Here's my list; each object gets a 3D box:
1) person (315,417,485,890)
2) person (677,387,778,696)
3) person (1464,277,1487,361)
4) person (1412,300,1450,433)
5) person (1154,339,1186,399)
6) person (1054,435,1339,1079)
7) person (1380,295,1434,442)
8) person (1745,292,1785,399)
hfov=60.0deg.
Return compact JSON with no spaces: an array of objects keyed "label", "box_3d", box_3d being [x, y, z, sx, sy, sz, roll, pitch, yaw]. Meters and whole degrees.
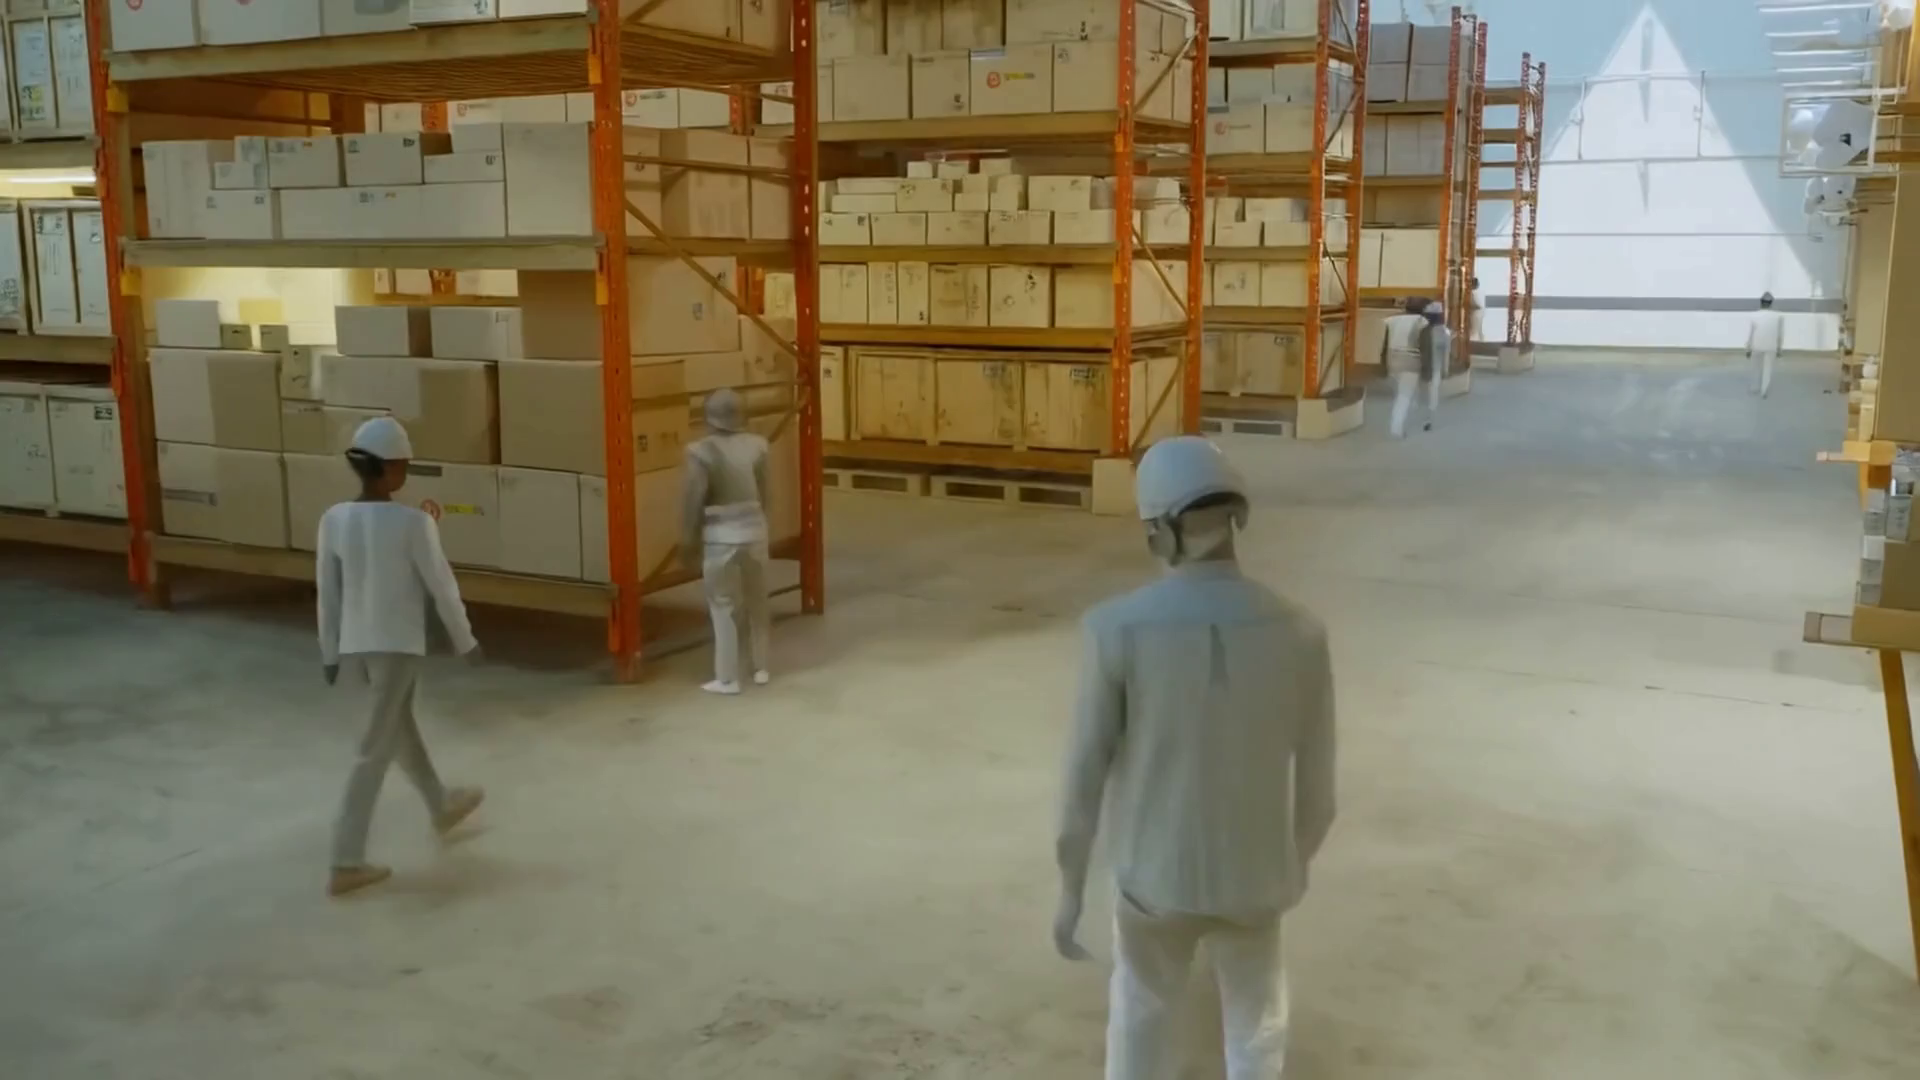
[{"label":"person","box_3d":[-2.125,0.396,6.316,0.523,1.720,0.915,5,11,27]},{"label":"person","box_3d":[-1.206,0.007,8.814,0.591,1.625,0.359,-6,11,-30]},{"label":"person","box_3d":[11.105,-4.796,36.107,0.609,1.802,0.848,-8,13,-39]},{"label":"person","box_3d":[6.128,-2.264,21.658,0.505,1.727,0.443,7,12,35]},{"label":"person","box_3d":[2.176,-1.682,17.757,0.545,1.921,0.530,-6,11,-30]},{"label":"person","box_3d":[0.541,0.736,3.805,0.639,1.918,0.904,1,10,6]},{"label":"person","box_3d":[5.549,-2.111,20.554,0.585,1.814,0.649,-7,12,-35]},{"label":"person","box_3d":[12.934,-3.124,26.742,0.562,1.709,0.886,5,11,25]}]
